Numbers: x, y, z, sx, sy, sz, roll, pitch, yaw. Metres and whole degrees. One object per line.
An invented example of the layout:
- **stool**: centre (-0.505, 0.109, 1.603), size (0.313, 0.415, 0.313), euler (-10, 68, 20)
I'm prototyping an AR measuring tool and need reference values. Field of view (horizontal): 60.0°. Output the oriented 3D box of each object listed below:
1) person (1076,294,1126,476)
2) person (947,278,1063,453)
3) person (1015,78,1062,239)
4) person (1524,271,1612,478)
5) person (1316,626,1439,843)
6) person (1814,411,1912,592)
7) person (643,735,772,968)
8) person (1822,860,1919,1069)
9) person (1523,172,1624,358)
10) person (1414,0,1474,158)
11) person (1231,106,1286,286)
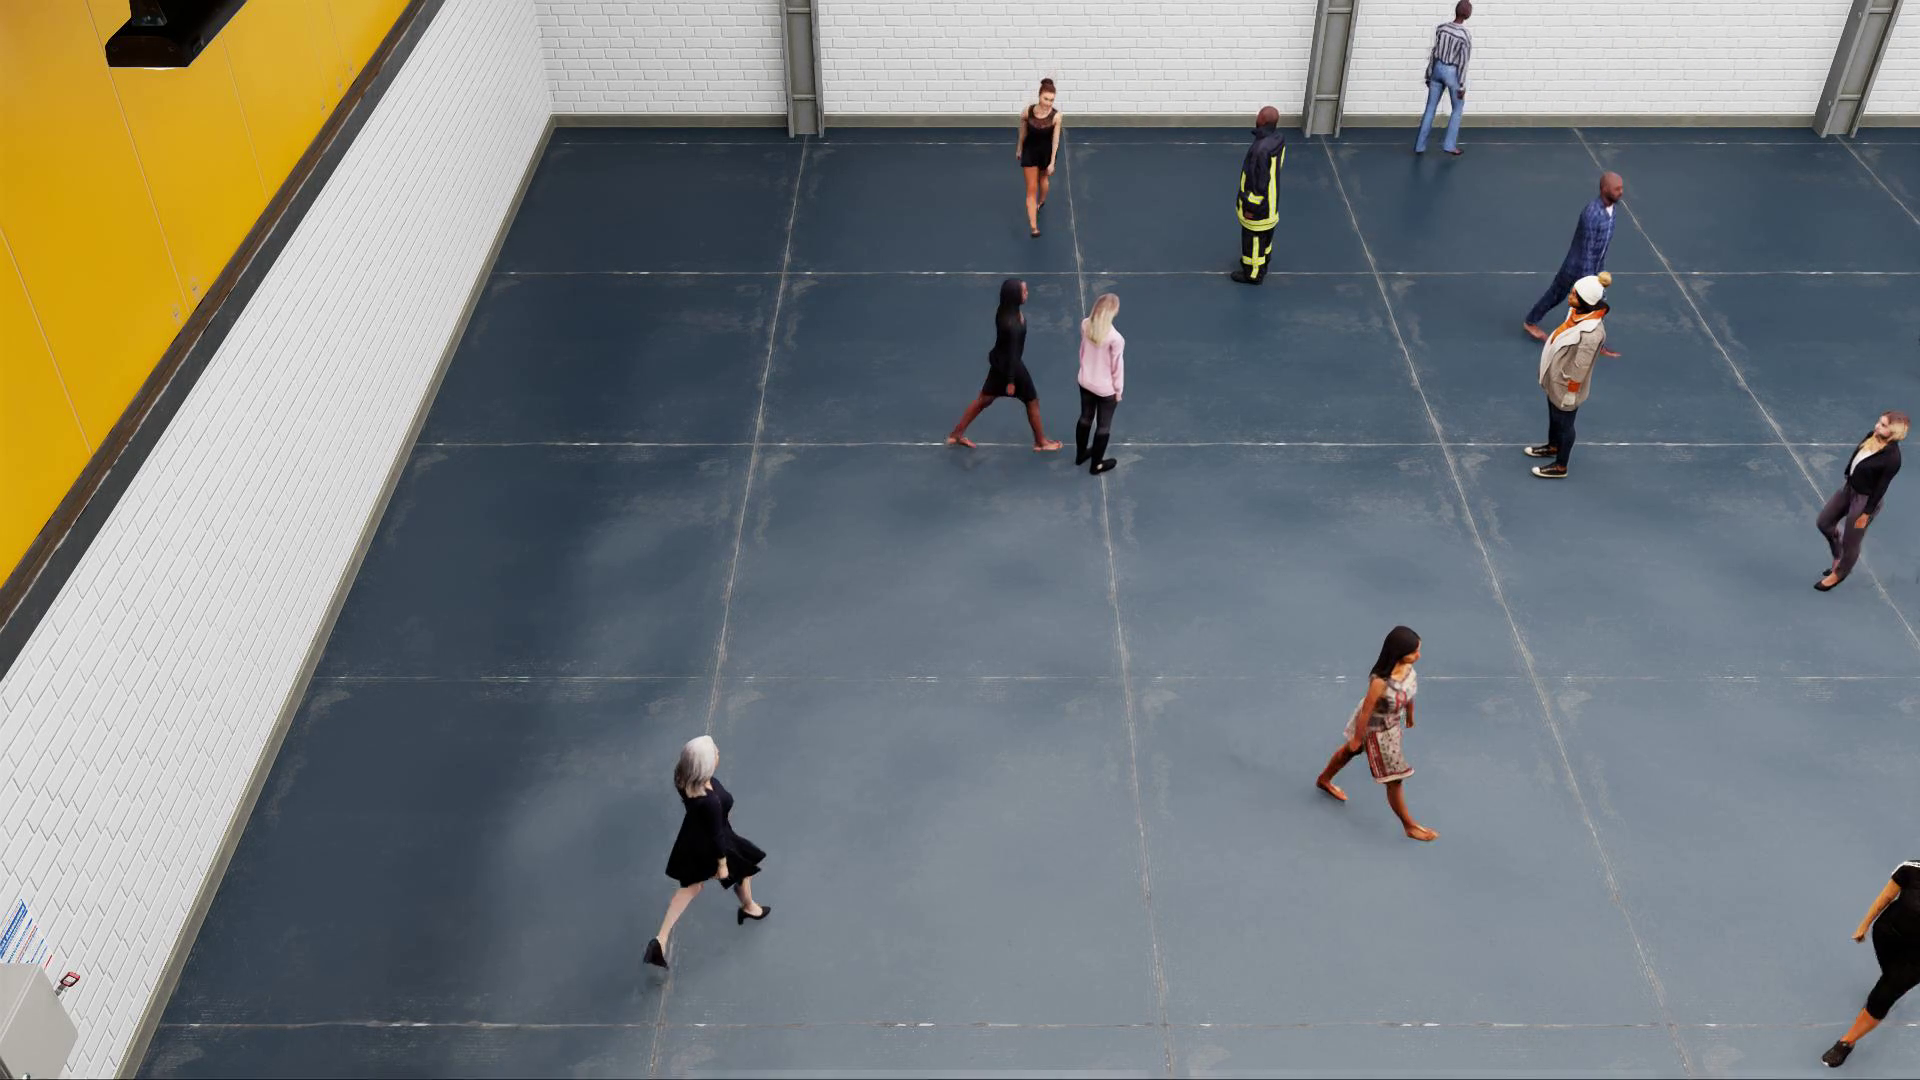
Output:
- **person**: centre (1.136, -1.290, 13.732), size (0.743, 1.684, 0.690), euler (-30, 47, -32)
- **person**: centre (0.308, -1.394, 13.874), size (1.265, 1.669, 0.784), euler (-7, 39, -8)
- **person**: centre (0.806, -3.993, 17.171), size (1.075, 1.616, 0.784), euler (9, 39, 11)
- **person**: centre (5.047, -1.388, 13.687), size (0.694, 1.893, 0.704), euler (4, 39, 5)
- **person**: centre (2.618, 1.166, 10.721), size (1.200, 1.603, 1.057), euler (26, 45, 28)
- **person**: centre (6.832, -0.277, 12.481), size (0.569, 1.663, 0.603), euler (0, 39, 0)
- **person**: centre (-1.551, 1.856, 9.773), size (1.150, 1.710, 1.051), euler (-30, 47, -32)
- **person**: centre (5.373, 2.220, 9.381), size (1.157, 1.630, 1.008), euler (-25, 45, -28)
- **person**: centre (5.624, -2.536, 15.229), size (1.214, 1.763, 1.209), euler (-27, 46, -30)
- **person**: centre (5.349, -5.064, 18.379), size (0.874, 1.782, 0.926), euler (29, 47, 32)
- **person**: centre (2.947, -3.386, 16.246), size (0.863, 1.821, 0.857), euler (20, 43, 23)
